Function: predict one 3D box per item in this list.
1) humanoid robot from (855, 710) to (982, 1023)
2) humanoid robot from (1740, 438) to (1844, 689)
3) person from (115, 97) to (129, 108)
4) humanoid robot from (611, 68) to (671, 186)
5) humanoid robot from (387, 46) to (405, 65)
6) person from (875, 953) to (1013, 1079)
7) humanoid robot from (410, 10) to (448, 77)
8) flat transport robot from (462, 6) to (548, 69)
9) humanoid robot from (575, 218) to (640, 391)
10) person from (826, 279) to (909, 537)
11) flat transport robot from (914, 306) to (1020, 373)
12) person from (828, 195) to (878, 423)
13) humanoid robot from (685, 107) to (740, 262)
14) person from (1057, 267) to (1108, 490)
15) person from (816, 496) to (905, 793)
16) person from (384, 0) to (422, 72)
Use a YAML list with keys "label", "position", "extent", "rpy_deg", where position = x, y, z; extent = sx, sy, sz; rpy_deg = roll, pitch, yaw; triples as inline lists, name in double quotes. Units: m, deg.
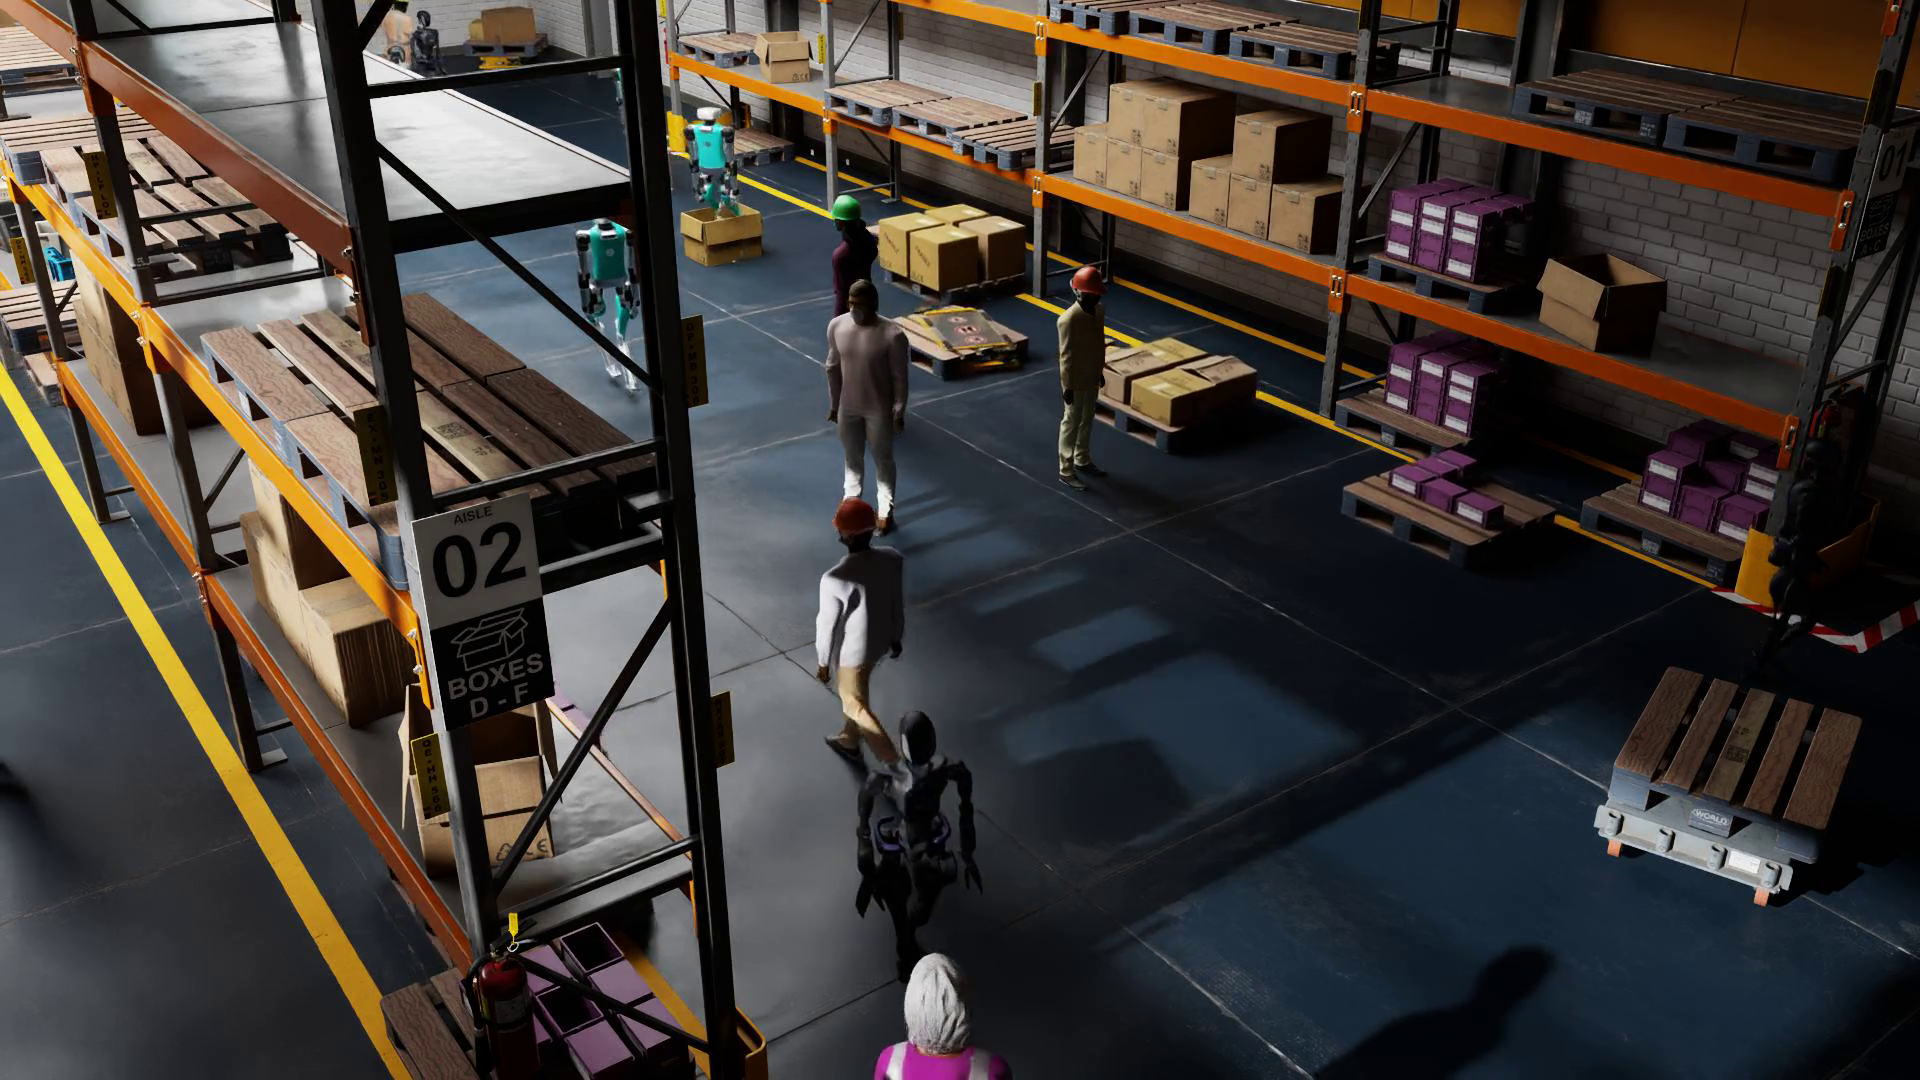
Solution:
- label: "humanoid robot"
  position: [-0.209, 1.442, 7.631]
  extent: [0.603, 1.638, 0.820]
  rpy_deg: [-8, 28, -15]
- label: "humanoid robot"
  position: [5.105, 0.153, 10.114]
  extent: [0.338, 1.644, 0.600]
  rpy_deg: [17, 31, 30]
- label: "person"
  position: [-10.443, -5.310, 20.646]
  extent: [0.410, 1.983, 0.613]
  rpy_deg: [7, 28, 14]
- label: "humanoid robot"
  position: [-3.890, -5.190, 20.685]
  extent: [0.534, 1.788, 0.786]
  rpy_deg: [10, 28, 19]
- label: "humanoid robot"
  position: [-7.132, -5.555, 21.499]
  extent: [0.736, 1.627, 0.593]
  rpy_deg: [-15, 31, -28]
- label: "person"
  position: [-0.029, 2.232, 5.815]
  extent: [0.544, 1.821, 0.780]
  rpy_deg: [8, 28, 15]
- label: "humanoid robot"
  position: [-7.686, -6.751, 23.857]
  extent: [0.466, 1.649, 0.600]
  rpy_deg: [14, 30, 26]
- label: "flat transport robot"
  position: [-7.702, -8.237, 28.371]
  extent: [0.659, 0.231, 1.431]
  rpy_deg: [0, 27, 1]
- label: "humanoid robot"
  position: [-3.092, -2.134, 14.609]
  extent: [0.533, 1.722, 1.005]
  rpy_deg: [-10, 28, -19]
- label: "person"
  position: [-0.671, -0.956, 12.032]
  extent: [0.627, 1.940, 0.379]
  rpy_deg: [11, 29, 20]
- label: "flat transport robot"
  position: [0.039, -1.922, 15.810]
  extent: [0.659, 0.231, 1.431]
  rpy_deg: [-8, 28, -15]
- label: "person"
  position: [-0.892, -1.914, 13.923]
  extent: [0.423, 1.949, 0.500]
  rpy_deg: [13, 30, 25]
- label: "humanoid robot"
  position: [-2.598, -3.846, 17.999]
  extent: [0.552, 1.759, 0.782]
  rpy_deg: [5, 27, 10]
- label: "person"
  position: [0.968, -1.262, 12.844]
  extent: [0.340, 1.749, 0.571]
  rpy_deg: [17, 31, 30]
- label: "person"
  position: [-0.528, 0.573, 9.224]
  extent: [0.763, 1.722, 0.572]
  rpy_deg: [23, 35, 38]
- label: "person"
  position: [-8.010, -7.108, 24.342]
  extent: [0.597, 1.872, 0.995]
  rpy_deg: [24, 35, 39]
